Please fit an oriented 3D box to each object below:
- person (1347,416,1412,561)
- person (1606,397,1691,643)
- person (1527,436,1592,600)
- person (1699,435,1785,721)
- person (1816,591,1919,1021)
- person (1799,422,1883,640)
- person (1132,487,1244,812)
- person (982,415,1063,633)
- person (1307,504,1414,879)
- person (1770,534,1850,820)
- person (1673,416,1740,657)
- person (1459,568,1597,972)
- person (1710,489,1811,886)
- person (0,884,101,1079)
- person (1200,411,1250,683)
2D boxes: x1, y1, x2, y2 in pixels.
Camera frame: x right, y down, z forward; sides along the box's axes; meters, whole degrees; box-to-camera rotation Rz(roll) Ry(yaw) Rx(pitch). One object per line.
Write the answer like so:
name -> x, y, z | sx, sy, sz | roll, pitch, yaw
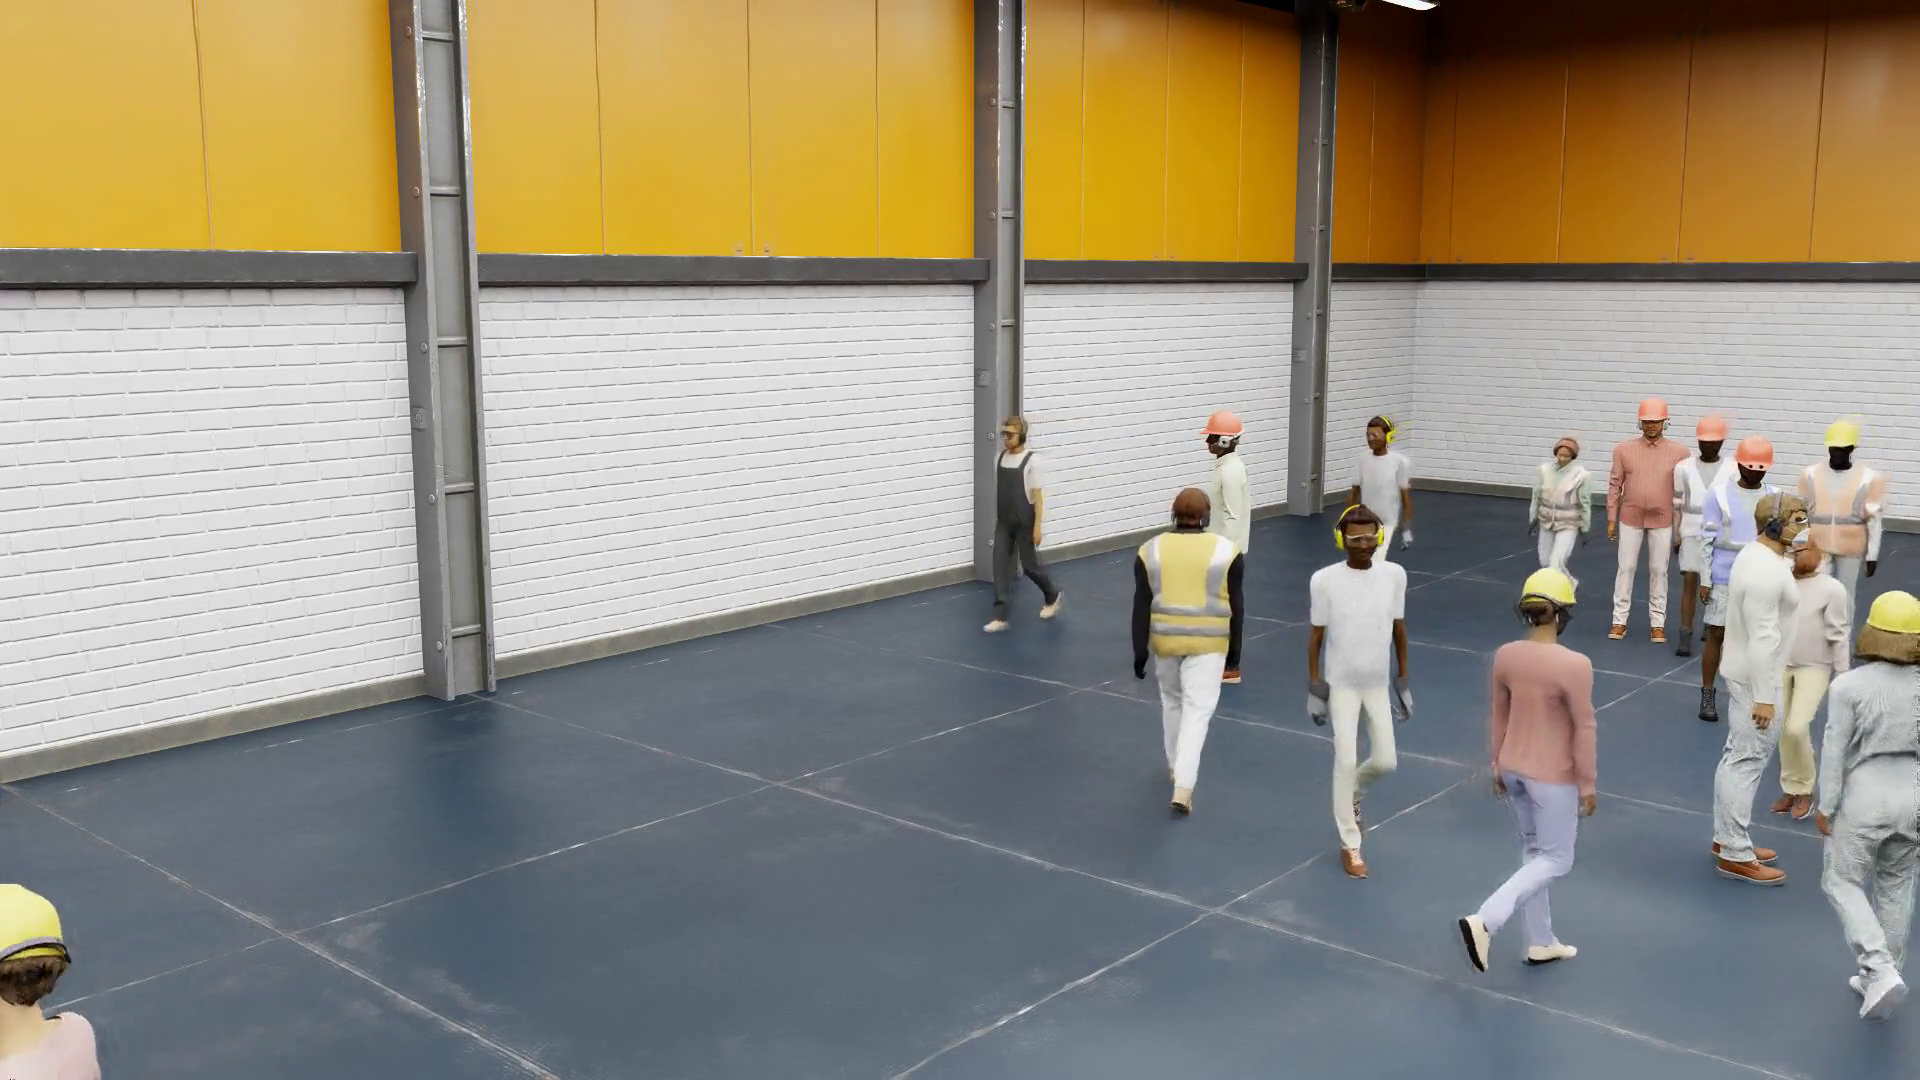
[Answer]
person -> 3.490, -0.135, 13.923 | 0.555, 1.823, 0.994 | 8, 12, 42
person -> 5.582, -0.163, 13.526 | 0.622, 1.994, 0.381 | 4, 10, 23
person -> 5.257, -0.122, 14.481 | 0.693, 1.604, 0.547 | -8, 12, -40
person -> 5.213, 0.261, 11.075 | 0.543, 1.928, 0.370 | 1, 9, 9
person -> 3.689, 1.073, 6.586 | 0.493, 1.730, 0.554 | 1, 9, 3
person -> 6.648, 0.040, 12.628 | 0.604, 1.871, 0.980 | 7, 11, 37
person -> 1.285, 0.598, 9.414 | 0.612, 1.794, 0.979 | 4, 10, 22
person -> 0.529, -0.153, 14.031 | 0.515, 1.822, 0.843 | 8, 12, 41
person -> 2.001, 0.726, 8.372 | 0.548, 1.855, 0.575 | -1, 9, -6
person -> 4.569, 0.729, 9.108 | 0.450, 1.607, 0.533 | -6, 11, -32
person -> 5.958, -0.057, 13.242 | 0.563, 1.882, 1.033 | 5, 10, 29
person -> 2.397, 0.994, 7.046 | 0.628, 1.739, 0.546 | -4, 10, -24
person -> 3.945, 0.710, 8.221 | 0.352, 1.937, 0.635 | 4, 10, 21
person -> -1.866, 1.571, 3.466 | 0.746, 1.725, 0.554 | -2, 9, -9
person -> 1.928, 0.050, 12.182 | 0.378, 1.996, 0.611 | 1, 9, 8
